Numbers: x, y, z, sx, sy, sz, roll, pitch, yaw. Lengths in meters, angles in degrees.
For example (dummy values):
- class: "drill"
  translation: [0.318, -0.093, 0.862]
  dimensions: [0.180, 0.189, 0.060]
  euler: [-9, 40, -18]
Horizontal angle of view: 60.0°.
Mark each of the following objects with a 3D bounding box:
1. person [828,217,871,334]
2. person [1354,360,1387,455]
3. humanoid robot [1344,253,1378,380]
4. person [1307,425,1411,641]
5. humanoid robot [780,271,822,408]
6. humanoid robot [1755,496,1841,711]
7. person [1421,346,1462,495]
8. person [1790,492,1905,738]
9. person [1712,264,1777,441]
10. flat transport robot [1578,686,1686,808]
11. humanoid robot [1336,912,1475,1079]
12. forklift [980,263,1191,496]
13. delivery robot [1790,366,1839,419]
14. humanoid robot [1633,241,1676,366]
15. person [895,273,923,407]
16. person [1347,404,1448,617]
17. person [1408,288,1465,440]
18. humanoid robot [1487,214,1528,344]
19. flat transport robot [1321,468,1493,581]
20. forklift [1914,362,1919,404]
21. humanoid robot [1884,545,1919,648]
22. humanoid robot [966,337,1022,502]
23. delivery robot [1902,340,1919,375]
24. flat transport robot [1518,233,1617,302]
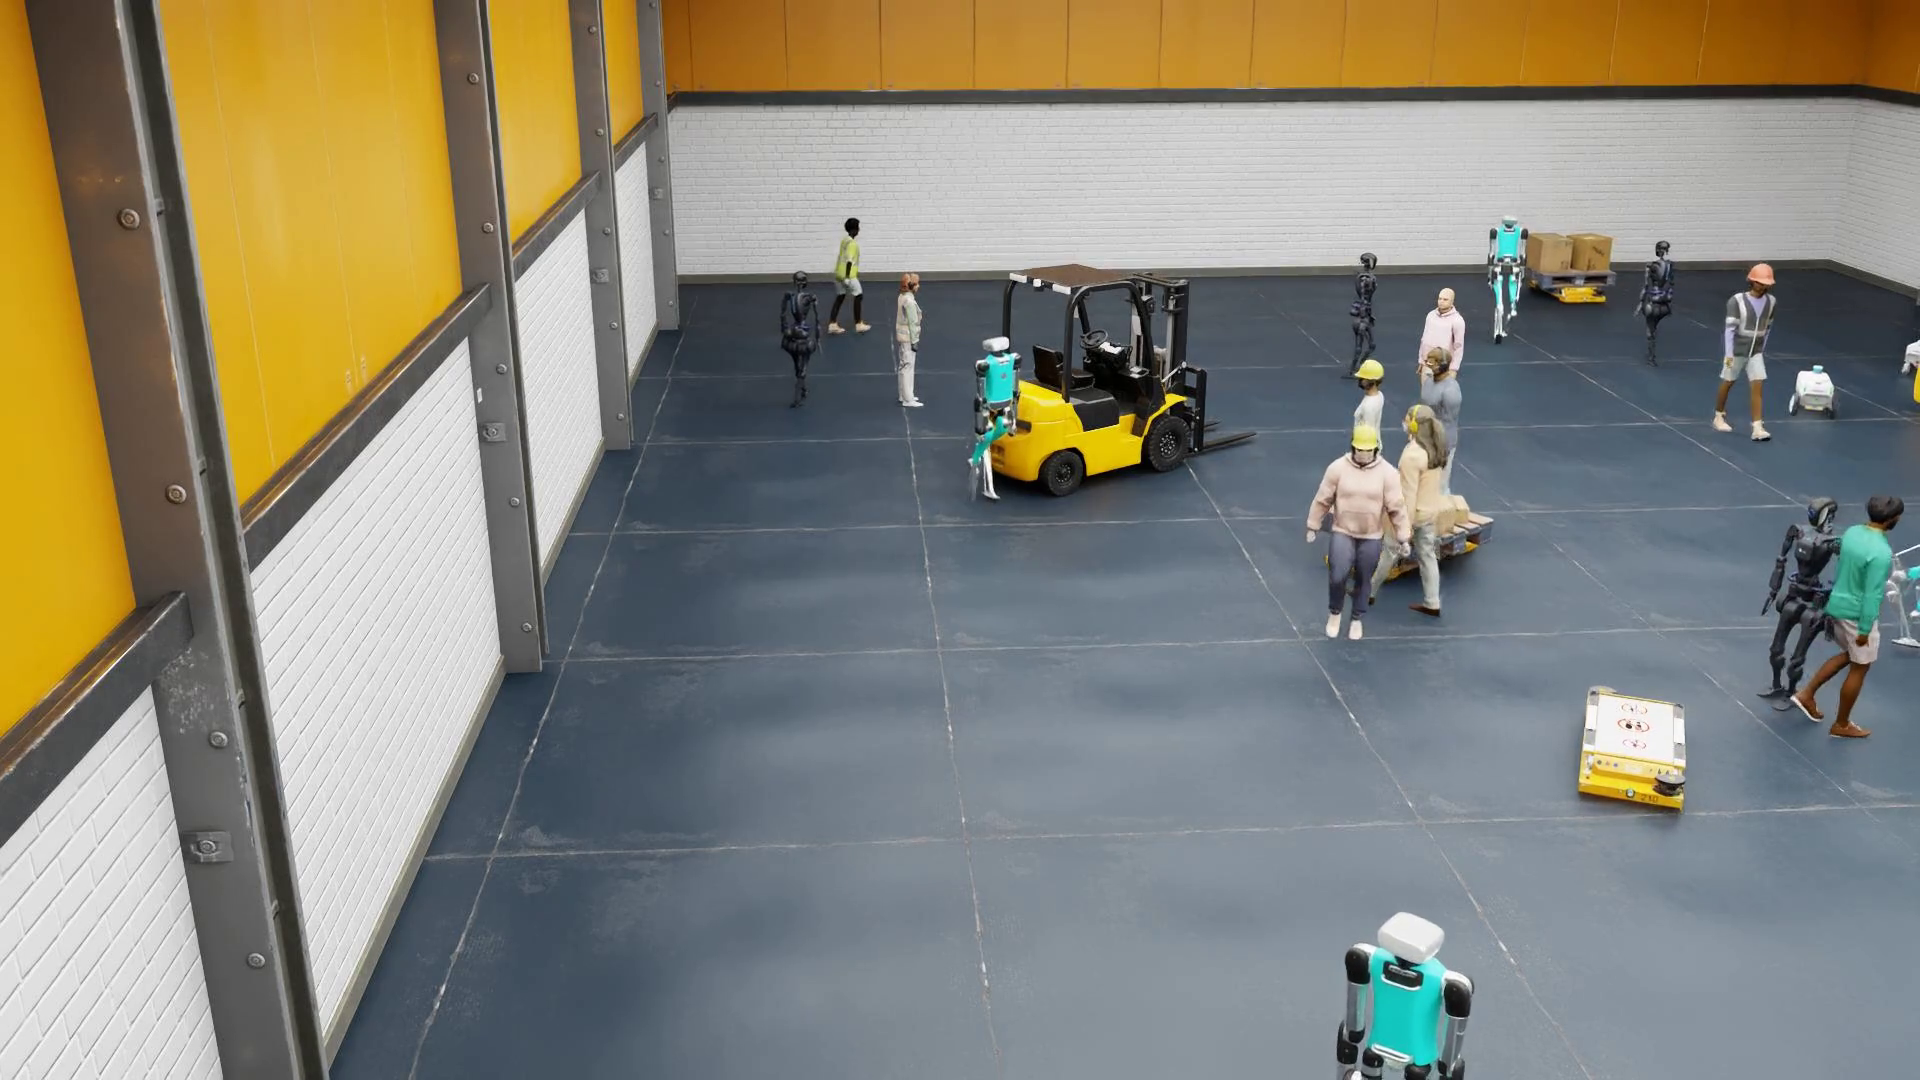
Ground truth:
- class: "person"
  translation: [-1.596, -3.799, 23.940]
  dimensions: [0.729, 1.660, 0.547]
  euler: [-9, 22, -24]
- class: "person"
  translation: [3.834, -0.842, 15.745]
  dimensions: [0.303, 1.771, 0.521]
  euler: [7, 21, 19]
- class: "humanoid robot"
  translation: [5.194, -2.881, 21.434]
  dimensions: [0.386, 1.643, 0.589]
  euler: [8, 22, 20]
- class: "person"
  translation: [3.232, -0.055, 13.485]
  dimensions: [0.823, 1.849, 0.499]
  euler: [4, 21, 11]
- class: "humanoid robot"
  translation: [-1.936, -2.487, 20.404]
  dimensions: [0.609, 1.622, 0.735]
  euler: [10, 22, 25]
- class: "humanoid robot"
  translation: [6.254, 0.466, 12.308]
  dimensions: [0.330, 1.653, 0.602]
  euler: [-10, 22, -25]
- class: "person"
  translation: [4.462, -0.869, 15.598]
  dimensions: [0.374, 1.931, 0.623]
  euler: [-2, 20, -6]
- class: "person"
  translation: [6.367, 0.535, 11.923]
  dimensions: [0.503, 1.825, 0.501]
  euler: [-1, 20, -3]
- class: "person"
  translation: [8.986, -2.119, 18.896]
  dimensions: [0.617, 2.000, 0.993]
  euler: [-2, 20, -4]
- class: "flat transport robot"
  translation: [4.736, 1.439, 11.707]
  dimensions: [0.659, 0.231, 1.431]
  euler: [8, 22, 20]
- class: "humanoid robot"
  translation: [1.693, 2.509, 6.829]
  dimensions: [0.544, 1.894, 0.766]
  euler: [14, 24, 33]
- class: "forklift"
  translation: [1.315, -1.764, 17.646]
  dimensions: [2.313, 2.155, 1.214]
  euler: [-14, 24, -33]
- class: "delivery robot"
  translation: [10.325, -1.783, 20.099]
  dimensions: [0.499, 0.614, 0.808]
  euler: [7, 21, 19]
- class: "humanoid robot"
  translation: [9.296, -3.176, 22.250]
  dimensions: [0.610, 1.644, 0.432]
  euler: [-9, 22, -24]
- class: "person"
  translation: [-0.627, -2.436, 20.284]
  dimensions: [0.313, 1.633, 0.517]
  euler: [-5, 21, -13]
- class: "person"
  translation: [3.781, -0.274, 14.115]
  dimensions: [0.556, 1.837, 0.847]
  euler: [-18, 27, -40]
- class: "person"
  translation: [5.415, -1.959, 18.766]
  dimensions: [0.402, 1.784, 0.524]
  euler: [-17, 26, -39]
- class: "humanoid robot"
  translation: [7.702, -3.633, 23.457]
  dimensions: [0.556, 1.801, 0.900]
  euler: [5, 21, 13]
- class: "flat transport robot"
  translation: [4.129, 0.056, 15.475]
  dimensions: [1.431, 0.231, 0.659]
  euler: [-15, 25, -36]
- class: "forklift"
  translation: [12.602, -2.435, 19.475]
  dimensions: [2.313, 2.155, 1.214]
  euler: [-1, 20, -4]
- class: "humanoid robot"
  translation: [7.661, 0.142, 13.141]
  dimensions: [0.776, 1.804, 0.531]
  euler: [10, 22, 26]
- class: "humanoid robot"
  translation: [0.254, -1.154, 16.809]
  dimensions: [0.544, 1.908, 0.721]
  euler: [-13, 24, -32]
- class: "delivery robot"
  translation: [12.763, -2.437, 21.878]
  dimensions: [0.816, 0.613, 0.499]
  euler: [-15, 25, -35]
- class: "flat transport robot"
  translation: [9.695, -4.038, 26.630]
  dimensions: [0.659, 0.231, 1.431]
  euler: [-2, 20, -5]
